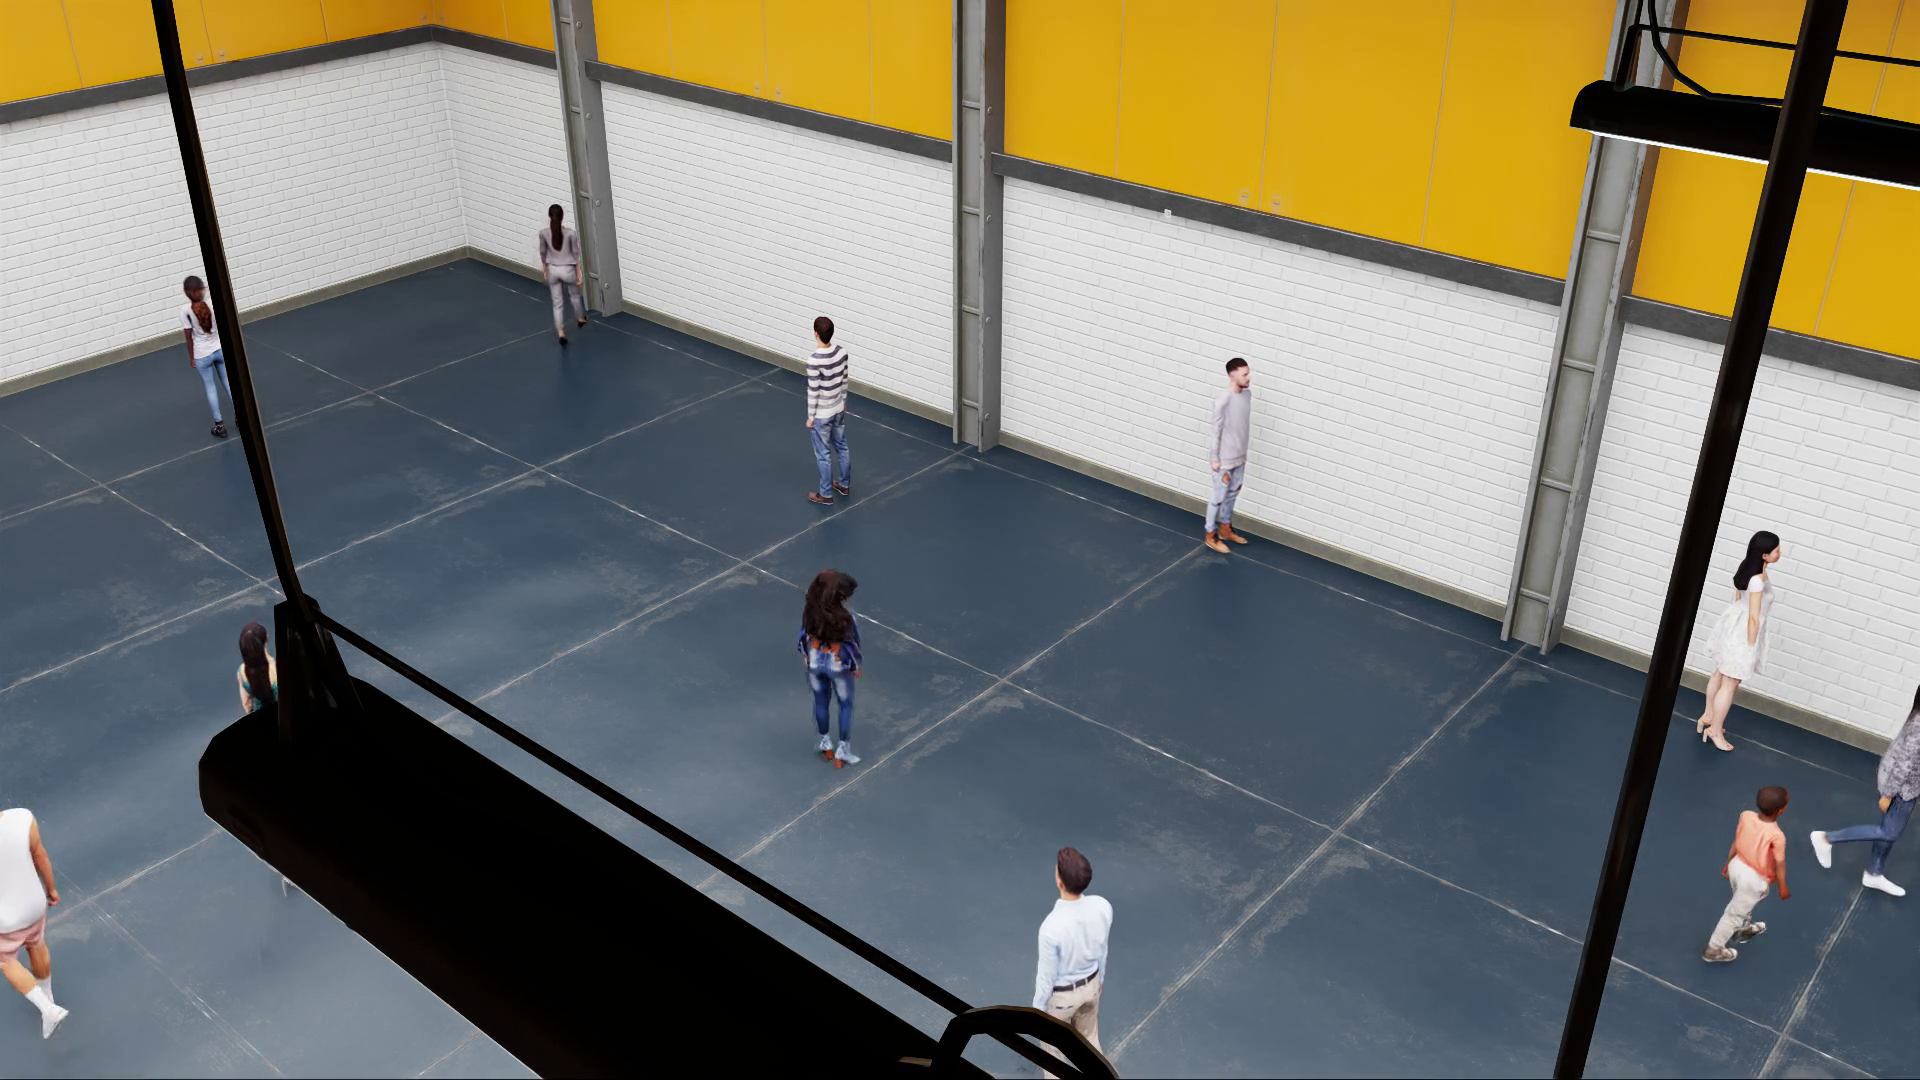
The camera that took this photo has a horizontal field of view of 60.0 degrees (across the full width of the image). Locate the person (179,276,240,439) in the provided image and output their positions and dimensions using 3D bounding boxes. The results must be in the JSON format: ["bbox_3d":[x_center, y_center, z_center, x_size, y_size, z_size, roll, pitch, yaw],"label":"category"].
[{"bbox_3d":[-7.703,-1.901,17.110,0.604,1.721,0.554,-24,37,-37],"label":"person"}]

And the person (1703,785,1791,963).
[{"bbox_3d":[4.819,2.082,10.256,0.787,1.292,0.778,-7,29,-13],"label":"person"}]

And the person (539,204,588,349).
[{"bbox_3d":[-4.629,-3.022,19.256,1.053,1.634,1.076,0,29,0],"label":"person"}]

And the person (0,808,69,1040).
[{"bbox_3d":[-5.476,2.148,9.636,0.893,1.770,0.638,22,35,34],"label":"person"}]

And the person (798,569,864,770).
[{"bbox_3d":[-0.959,0.897,12.086,0.634,1.620,0.784,2,29,3],"label":"person"}]

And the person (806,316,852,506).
[{"bbox_3d":[-1.251,-1.237,15.754,0.516,1.854,0.647,23,36,35],"label":"person"}]

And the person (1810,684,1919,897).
[{"bbox_3d":[6.046,1.531,10.830,0.880,1.710,0.691,19,34,31],"label":"person"}]

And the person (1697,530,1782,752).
[{"bbox_3d":[5.746,0.727,12.235,0.786,1.774,0.760,6,29,11],"label":"person"}]

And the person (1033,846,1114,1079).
[{"bbox_3d":[0.587,2.443,9.015,0.709,1.845,0.677,-18,34,-30],"label":"person"}]

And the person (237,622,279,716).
[{"bbox_3d":[-4.610,1.321,11.249,0.692,1.676,0.744,-4,29,-7],"label":"person"}]

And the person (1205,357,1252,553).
[{"bbox_3d":[2.408,-0.792,14.954,0.594,1.839,0.689,25,38,38],"label":"person"}]
